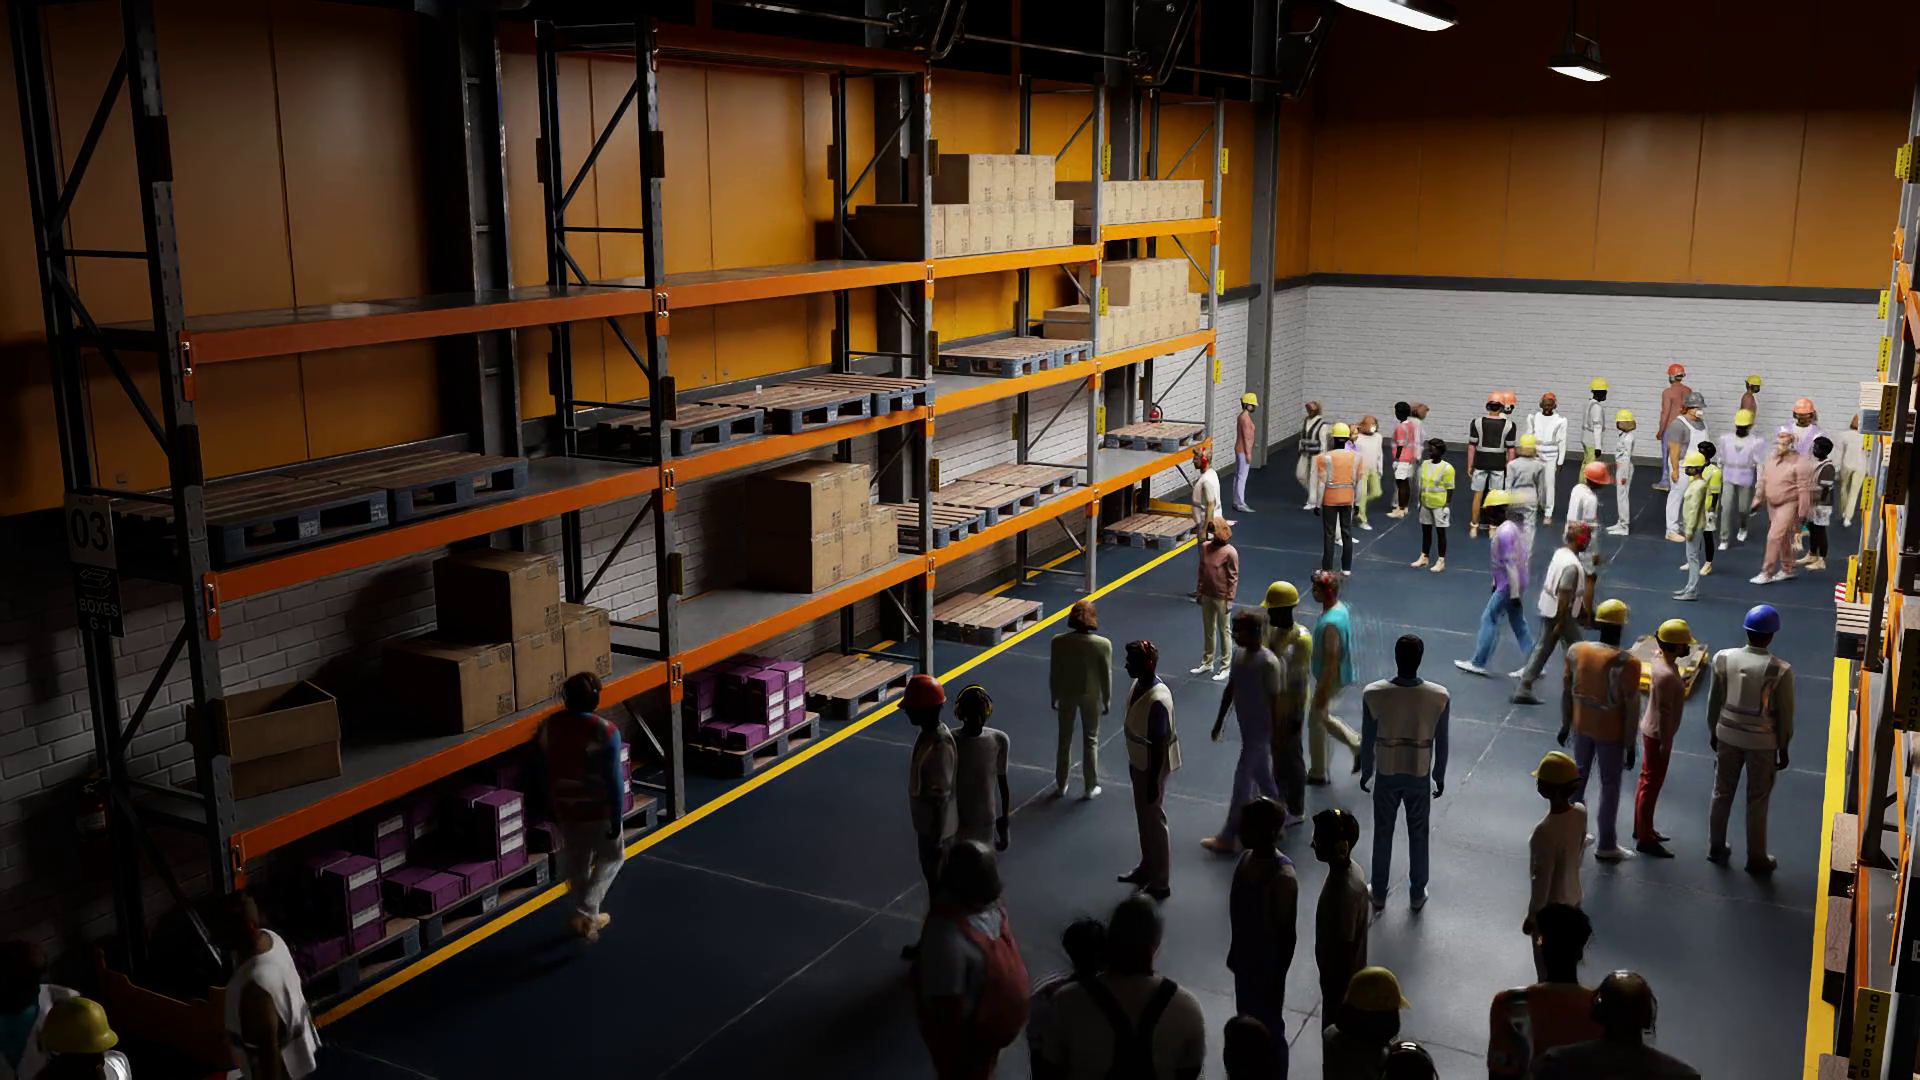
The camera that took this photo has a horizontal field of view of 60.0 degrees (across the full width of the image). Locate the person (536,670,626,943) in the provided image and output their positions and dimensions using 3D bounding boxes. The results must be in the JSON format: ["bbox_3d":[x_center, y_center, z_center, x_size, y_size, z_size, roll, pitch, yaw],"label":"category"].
[{"bbox_3d":[-2.448,1.746,10.784,0.628,1.829,0.518,5,13,20],"label":"person"}]

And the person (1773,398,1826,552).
[{"bbox_3d":[11.048,-0.863,21.966,0.605,2.045,0.383,6,14,25],"label":"person"}]

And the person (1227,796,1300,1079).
[{"bbox_3d":[1.554,2.206,8.673,0.346,1.847,0.506,-4,13,-19],"label":"person"}]

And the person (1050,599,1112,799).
[{"bbox_3d":[0.967,1.277,13.338,0.504,1.623,0.284,3,13,13],"label":"person"}]

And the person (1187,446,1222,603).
[{"bbox_3d":[2.866,-0.179,19.358,0.374,1.840,0.572,1,13,5],"label":"person"}]

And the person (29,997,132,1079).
[{"bbox_3d":[-3.477,2.672,6.646,0.403,1.825,0.592,4,13,19],"label":"person"}]

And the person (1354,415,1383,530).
[{"bbox_3d":[5.703,-0.959,23.331,0.517,1.622,0.392,-6,14,-26],"label":"person"}]

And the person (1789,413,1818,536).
[{"bbox_3d":[11.617,-0.926,22.821,0.572,1.807,0.506,-10,16,-38],"label":"person"}]

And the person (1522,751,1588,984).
[{"bbox_3d":[3.373,2.060,9.504,0.524,1.769,0.325,-12,17,-43],"label":"person"}]

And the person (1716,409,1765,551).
[{"bbox_3d":[10.397,-0.831,22.181,0.584,1.895,0.820,8,15,33],"label":"person"}]

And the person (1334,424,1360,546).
[{"bbox_3d":[5.206,-0.741,22.333,0.307,1.641,0.514,10,16,37],"label":"person"}]

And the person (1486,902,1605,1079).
[{"bbox_3d":[2.586,2.469,7.286,0.609,1.935,0.865,3,13,12],"label":"person"}]

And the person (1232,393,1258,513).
[{"bbox_3d":[4.214,-1.290,24.526,0.328,1.760,0.523,0,13,-2],"label":"person"}]

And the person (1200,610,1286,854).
[{"bbox_3d":[2.078,1.412,12.322,0.882,1.801,0.527,-5,13,-20],"label":"person"}]

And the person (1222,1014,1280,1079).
[{"bbox_3d":[1.181,2.709,6.549,0.578,1.779,0.951,3,13,15],"label":"person"}]

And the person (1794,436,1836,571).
[{"bbox_3d":[10.835,-0.472,21.005,0.317,1.695,0.534,2,13,7],"label":"person"}]

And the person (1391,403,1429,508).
[{"bbox_3d":[6.758,-1.236,24.634,0.706,1.602,0.575,5,14,22],"label":"person"}]

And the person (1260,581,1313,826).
[{"bbox_3d":[2.481,1.249,12.809,0.401,1.919,0.581,-5,13,-20],"label":"person"}]

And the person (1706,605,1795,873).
[{"bbox_3d":[5.677,1.418,11.964,0.389,1.949,0.602,-10,16,-38],"label":"person"}]

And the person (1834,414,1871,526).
[{"bbox_3d":[12.742,-1.014,23.676,0.516,1.580,0.880,8,15,33],"label":"person"}]

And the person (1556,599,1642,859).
[{"bbox_3d":[4.729,1.386,12.228,0.416,1.907,0.693,-10,16,-38],"label":"person"}]

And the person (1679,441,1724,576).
[{"bbox_3d":[9.232,-0.400,20.695,0.320,1.694,0.534,-4,13,-16],"label":"person"}]

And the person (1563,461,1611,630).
[{"bbox_3d":[6.875,0.048,18.250,0.473,1.896,0.560,-1,13,-3],"label":"person"}]

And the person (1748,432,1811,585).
[{"bbox_3d":[9.908,-0.383,20.204,0.888,1.877,0.641,-2,13,-10],"label":"person"}]

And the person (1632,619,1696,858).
[{"bbox_3d":[5.196,1.440,12.281,0.316,1.769,0.523,4,13,19],"label":"person"}]

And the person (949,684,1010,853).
[{"bbox_3d":[0.068,1.800,10.469,0.510,1.860,0.333,-2,13,-8],"label":"person"}]

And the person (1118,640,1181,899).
[{"bbox_3d":[1.318,1.576,11.527,0.394,1.836,0.561,-2,13,-9],"label":"person"}]

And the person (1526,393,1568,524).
[{"bbox_3d":[8.320,-1.165,23.694,0.576,1.880,0.361,8,15,31],"label":"person"}]

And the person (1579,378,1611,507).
[{"bbox_3d":[9.505,-1.465,24.923,0.377,1.926,0.594,1,13,5],"label":"person"}]

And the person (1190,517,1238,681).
[{"bbox_3d":[2.532,0.571,16.472,0.280,1.633,0.500,-9,15,-35],"label":"person"}]

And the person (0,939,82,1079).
[{"bbox_3d":[-4.036,2.583,7.090,0.729,1.810,0.430,-8,15,-32],"label":"person"}]

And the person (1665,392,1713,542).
[{"bbox_3d":[9.925,-1.000,22.588,0.683,2.000,0.537,-9,15,-35],"label":"person"}]

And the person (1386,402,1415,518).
[{"bbox_3d":[6.399,-1.163,24.101,0.319,1.693,0.532,7,15,30],"label":"person"}]

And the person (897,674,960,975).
[{"bbox_3d":[-0.196,1.773,10.428,0.386,1.930,0.545,-2,13,-11],"label":"person"}]

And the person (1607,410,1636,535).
[{"bbox_3d":[9.150,-0.937,23.008,0.322,1.737,0.489,4,13,18],"label":"person"}]

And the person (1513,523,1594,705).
[{"bbox_3d":[5.674,0.715,15.483,0.937,1.786,0.564,1,13,7],"label":"person"}]

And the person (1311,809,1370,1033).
[{"bbox_3d":[1.903,2.247,8.456,0.328,1.863,0.508,2,13,7],"label":"person"}]

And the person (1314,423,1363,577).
[{"bbox_3d":[4.666,-0.492,20.567,0.595,1.925,0.371,-2,13,-10],"label":"person"}]

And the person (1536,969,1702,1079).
[{"bbox_3d":[2.567,2.637,6.572,0.644,1.920,0.494,4,13,16],"label":"person"}]

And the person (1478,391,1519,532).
[{"bbox_3d":[7.483,-1.080,23.072,0.407,1.986,0.617,-3,13,-12],"label":"person"}]

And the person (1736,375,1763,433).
[{"bbox_3d":[12.640,-1.776,26.702,0.343,1.761,0.526,5,14,23],"label":"person"}]

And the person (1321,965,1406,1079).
[{"bbox_3d":[1.697,2.623,7.065,0.348,1.735,0.493,-4,13,-18],"label":"person"}]

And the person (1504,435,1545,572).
[{"bbox_3d":[7.110,-0.489,21.044,0.506,1.693,0.901,1,13,5],"label":"person"}]

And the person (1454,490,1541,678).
[{"bbox_3d":[5.376,0.446,16.489,0.924,1.870,0.610,6,14,25],"label":"person"}]

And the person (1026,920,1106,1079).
[{"bbox_3d":[0.584,2.528,7.613,0.541,1.680,0.485,-4,13,-18],"label":"person"}]

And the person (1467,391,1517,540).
[{"bbox_3d":[7.239,-1.014,22.689,0.612,2.029,0.407,4,13,17],"label":"person"}]

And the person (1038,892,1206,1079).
[{"bbox_3d":[0.688,2.465,7.071,0.687,2.000,0.939,-2,13,-8],"label":"person"}]

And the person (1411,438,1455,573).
[{"bbox_3d":[5.957,-0.444,20.873,0.322,1.696,0.536,-8,15,-31],"label":"person"}]

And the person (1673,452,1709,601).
[{"bbox_3d":[8.562,-0.163,19.473,0.340,1.762,0.525,6,14,24],"label":"person"}]

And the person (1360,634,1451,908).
[{"bbox_3d":[3.013,1.577,11.324,0.592,1.920,0.392,2,13,9],"label":"person"}]

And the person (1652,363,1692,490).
[{"bbox_3d":[11.214,-1.781,26.184,0.623,1.992,0.396,-6,14,-26],"label":"person"}]

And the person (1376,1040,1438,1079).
[{"bbox_3d":[1.645,2.752,6.250,0.504,1.840,0.342,1,13,6],"label":"person"}]

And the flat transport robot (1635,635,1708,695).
[{"bbox_3d":[7.028,1.229,16.602,0.652,0.197,1.431,7,15,30],"label":"flat transport robot"}]

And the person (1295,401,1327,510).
[{"bbox_3d":[5.220,-1.263,24.675,0.363,1.626,0.542,-8,15,-33],"label":"person"}]

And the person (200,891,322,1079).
[{"bbox_3d":[-3.233,2.452,7.647,0.685,1.812,0.623,-3,13,-13],"label":"person"}]

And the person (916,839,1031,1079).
[{"bbox_3d":[0.079,2.262,7.981,0.536,2.000,0.845,3,13,12],"label":"person"}]

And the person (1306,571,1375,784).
[{"bbox_3d":[3.050,1.137,13.542,0.584,1.817,0.577,3,13,13],"label":"person"}]
